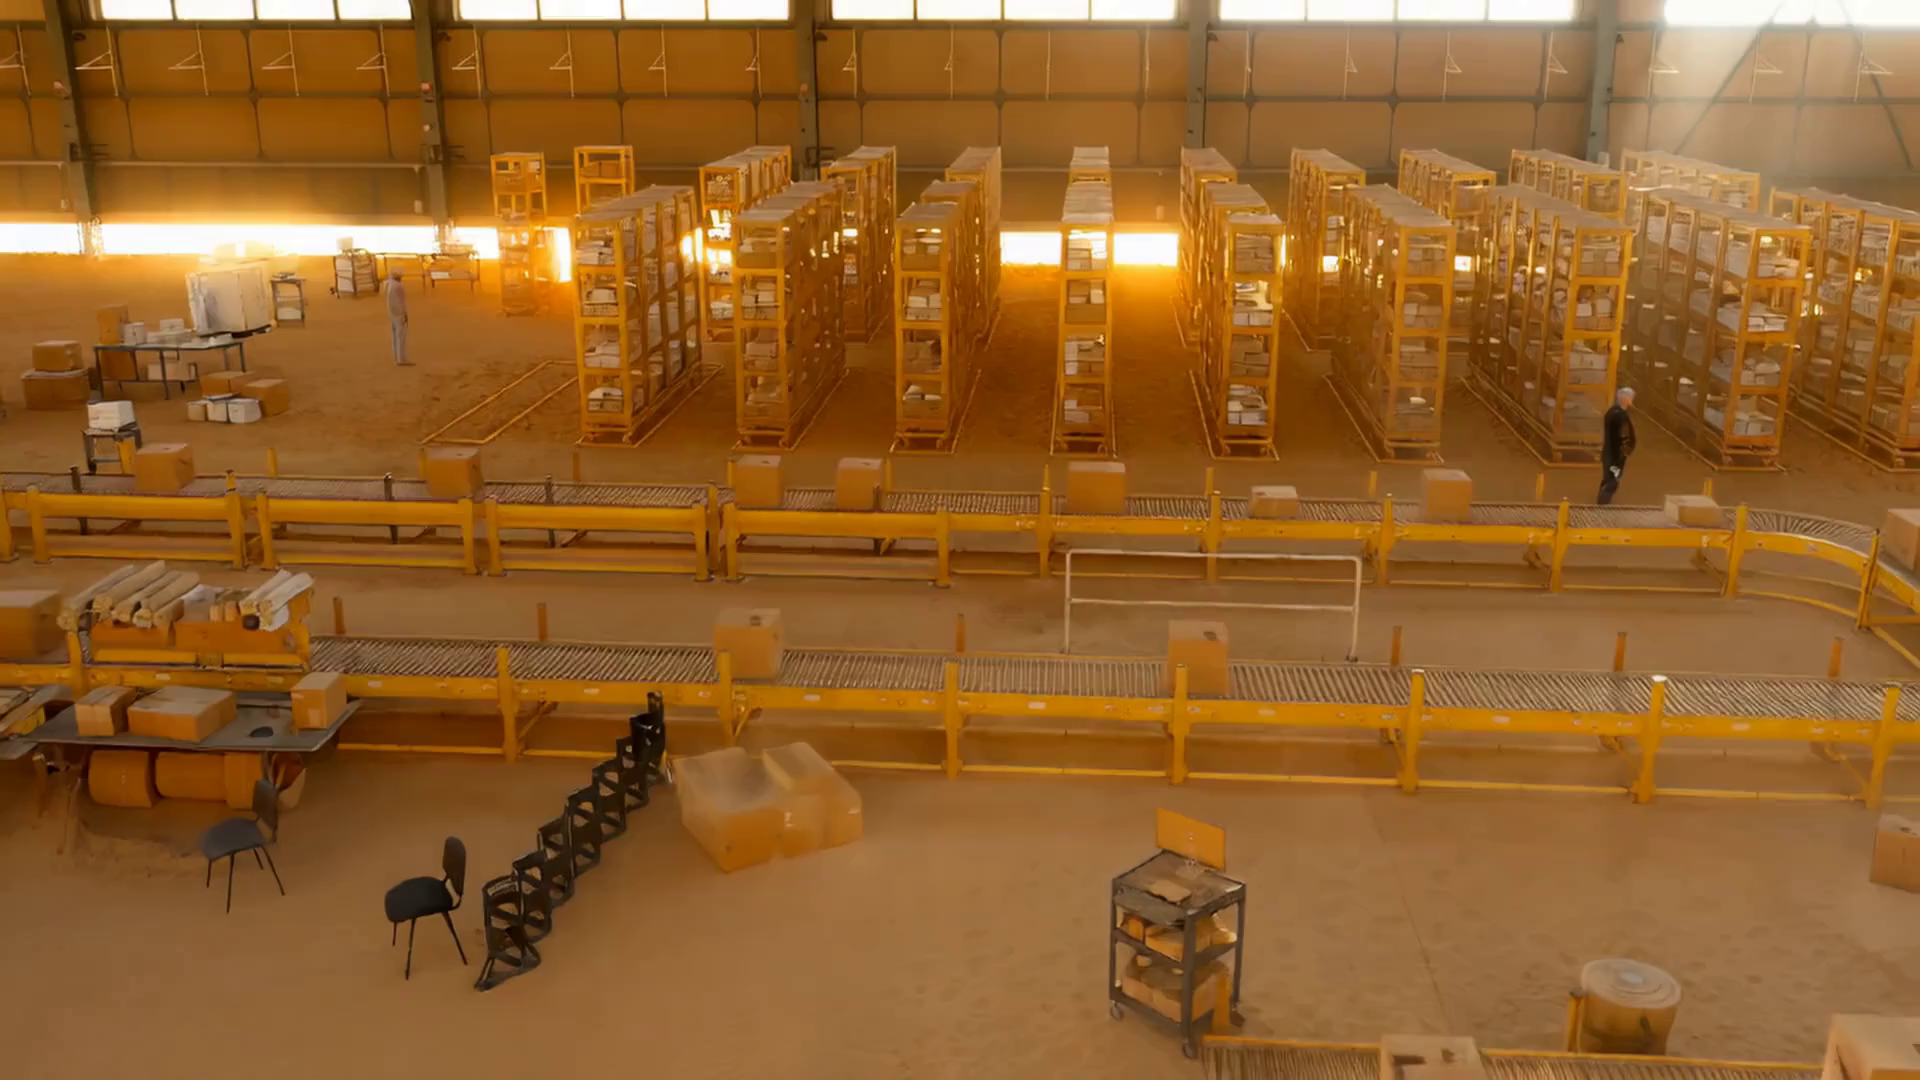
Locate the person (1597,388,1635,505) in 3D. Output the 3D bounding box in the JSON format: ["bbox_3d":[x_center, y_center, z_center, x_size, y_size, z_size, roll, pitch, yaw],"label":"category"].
[{"bbox_3d":[8.619,-1.063,21.817,0.401,1.904,0.651,6,18,18],"label":"person"}]

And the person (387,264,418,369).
[{"bbox_3d":[-10.739,-4.287,31.898,0.394,1.994,0.612,-14,22,-37],"label":"person"}]
